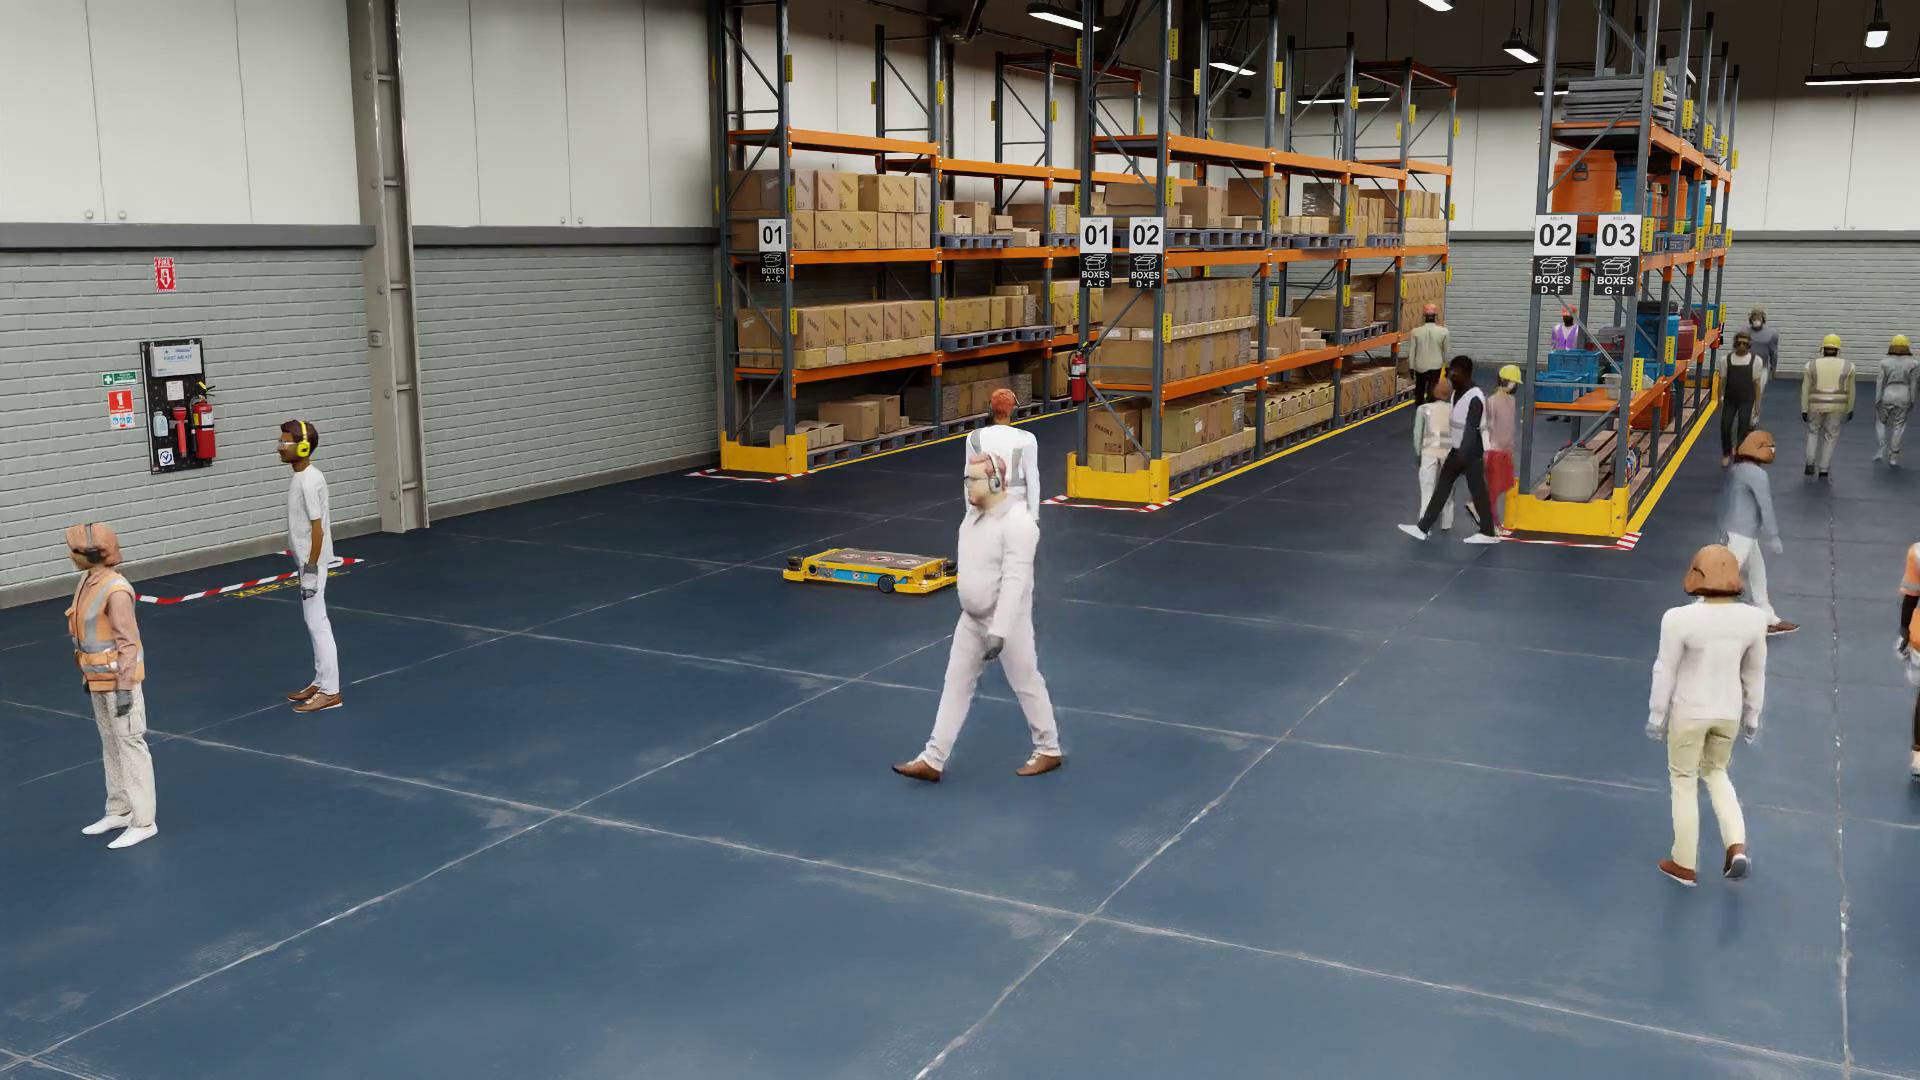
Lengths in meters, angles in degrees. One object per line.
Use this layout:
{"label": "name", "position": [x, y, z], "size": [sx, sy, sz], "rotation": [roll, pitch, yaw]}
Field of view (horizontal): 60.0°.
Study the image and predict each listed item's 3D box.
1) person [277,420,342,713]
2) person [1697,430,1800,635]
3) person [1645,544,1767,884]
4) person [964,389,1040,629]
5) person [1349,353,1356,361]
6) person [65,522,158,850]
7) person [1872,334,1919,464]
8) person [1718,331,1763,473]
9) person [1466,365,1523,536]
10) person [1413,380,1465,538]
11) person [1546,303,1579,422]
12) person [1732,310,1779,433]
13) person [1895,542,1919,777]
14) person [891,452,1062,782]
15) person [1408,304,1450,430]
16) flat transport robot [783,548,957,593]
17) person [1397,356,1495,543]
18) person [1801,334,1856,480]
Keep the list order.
{"label": "person", "position": [-4.188, 0.162, 10.660], "size": [0.325, 1.876, 0.521], "rotation": [-5, 12, -26]}
{"label": "person", "position": [5.930, -0.037, 12.522], "size": [0.849, 1.587, 0.505], "rotation": [2, 11, 11]}
{"label": "person", "position": [3.464, 0.824, 7.741], "size": [0.503, 1.623, 0.382], "rotation": [-1, 10, -7]}
{"label": "person", "position": [0.326, -0.213, 12.674], "size": [0.586, 1.883, 0.340], "rotation": [3, 11, 17]}
{"label": "person", "position": [7.633, -3.977, 32.885], "size": [0.607, 2.007, 1.018], "rotation": [5, 11, 25]}
{"label": "person", "position": [-4.232, 0.715, 8.291], "size": [0.513, 1.638, 0.313], "rotation": [10, 15, 44]}
{"label": "person", "position": [12.499, -1.882, 22.234], "size": [0.487, 1.724, 0.657], "rotation": [5, 11, 25]}
{"label": "person", "position": [9.972, -1.764, 21.299], "size": [0.521, 1.833, 0.430], "rotation": [6, 12, 29]}
{"label": "person", "position": [5.427, -0.914, 16.870], "size": [0.543, 1.738, 0.476], "rotation": [-10, 14, -43]}
{"label": "person", "position": [4.878, -0.832, 16.905], "size": [0.538, 1.574, 0.782], "rotation": [2, 11, 12]}
{"label": "person", "position": [9.884, -2.889, 27.125], "size": [0.551, 1.938, 0.376], "rotation": [8, 13, 36]}
{"label": "person", "position": [12.268, -2.607, 25.741], "size": [0.653, 1.882, 1.042], "rotation": [6, 12, 28]}
{"label": "person", "position": [5.408, 0.556, 9.030], "size": [0.437, 1.678, 0.547], "rotation": [-10, 14, -42]}
{"label": "person", "position": [0.153, 0.443, 9.193], "size": [1.010, 1.853, 0.646], "rotation": [-7, 13, -34]}
{"label": "person", "position": [7.414, -2.736, 26.262], "size": [0.618, 1.939, 1.021], "rotation": [4, 11, 22]}
{"label": "flat transport robot", "position": [-0.771, 0.253, 14.536], "size": [1.431, 0.197, 0.652], "rotation": [5, 12, 27]}
{"label": "person", "position": [4.847, -0.867, 16.291], "size": [1.003, 1.862, 0.610], "rotation": [-1, 10, -5]}
{"label": "person", "position": [10.854, -1.667, 20.802], "size": [0.598, 1.814, 0.552], "rotation": [6, 12, 30]}
